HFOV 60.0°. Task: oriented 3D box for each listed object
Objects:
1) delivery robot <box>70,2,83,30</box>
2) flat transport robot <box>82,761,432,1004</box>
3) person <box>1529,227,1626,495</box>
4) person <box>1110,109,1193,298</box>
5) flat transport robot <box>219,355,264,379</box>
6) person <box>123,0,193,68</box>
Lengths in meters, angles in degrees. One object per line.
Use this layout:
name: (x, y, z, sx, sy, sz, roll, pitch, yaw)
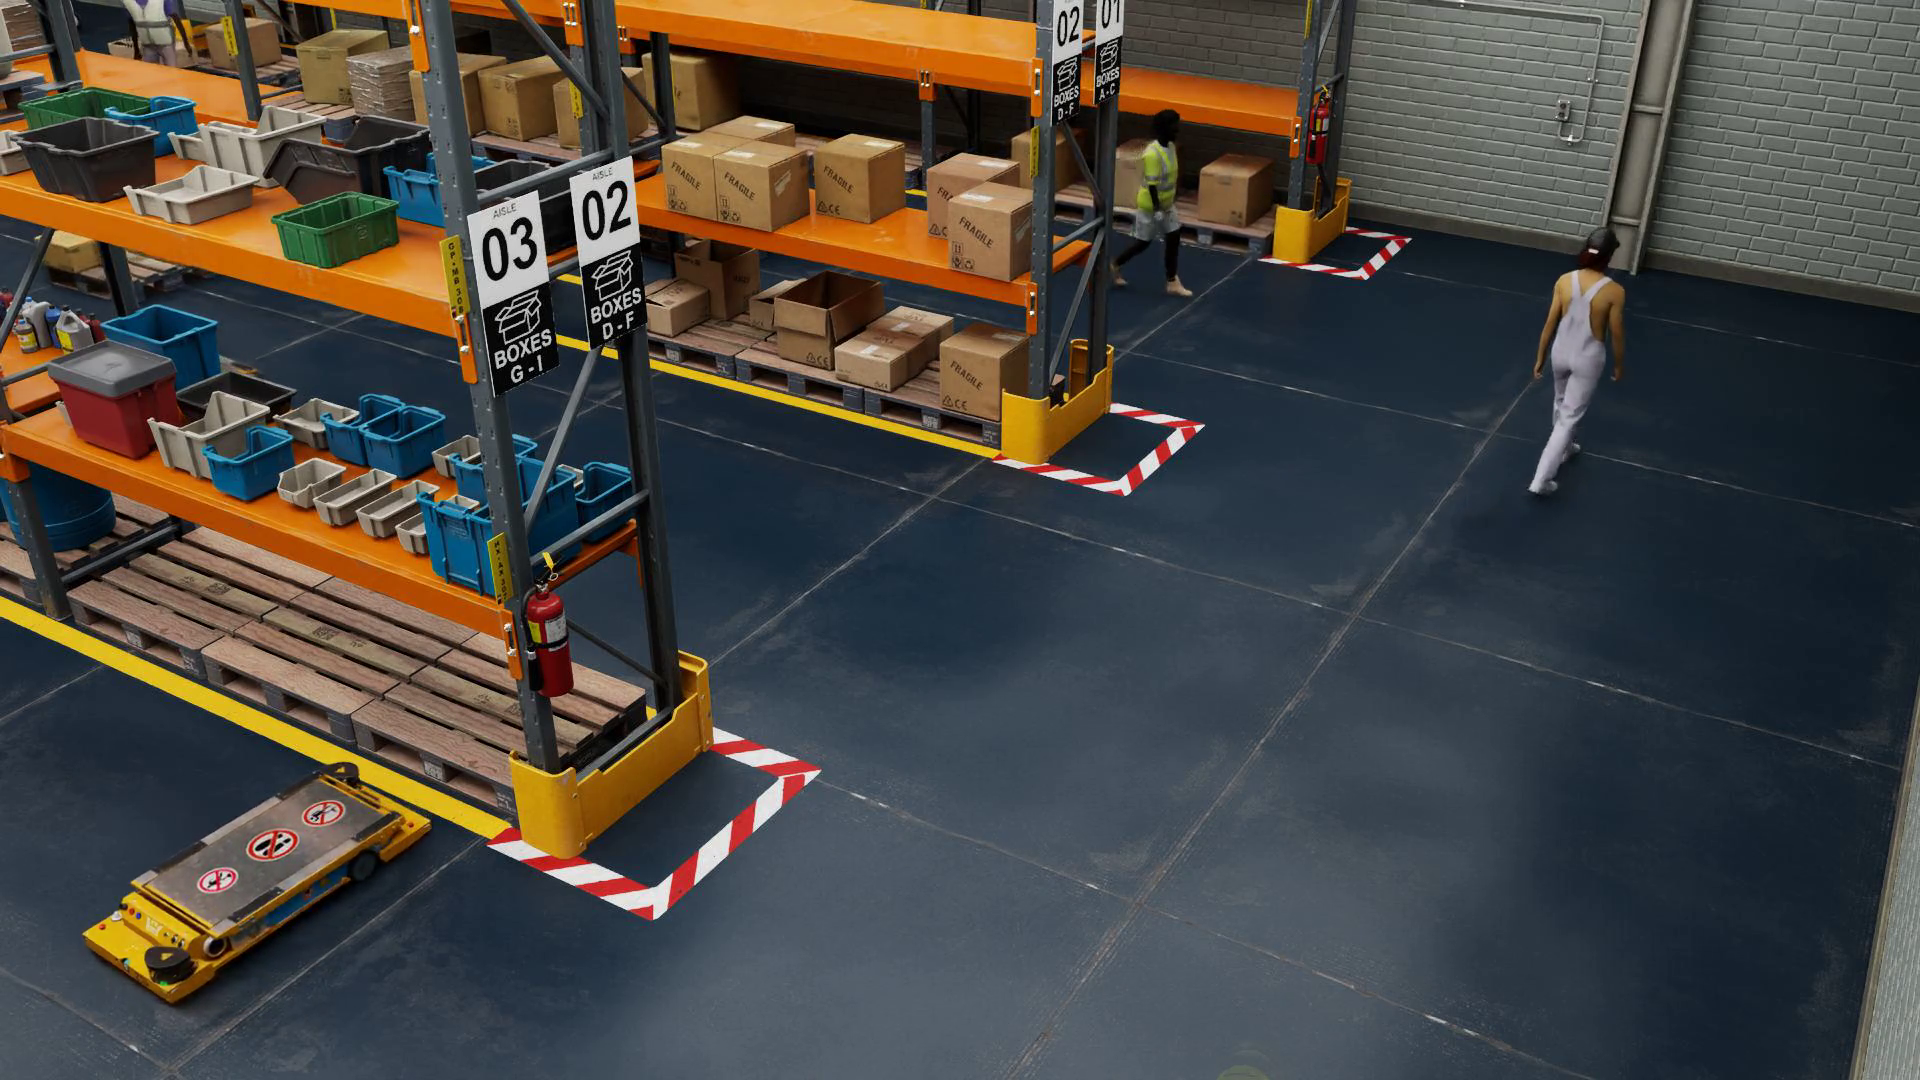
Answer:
delivery robot: (-13.103, -7.592, 23.980, 0.784, 0.613, 0.501, 14, 32, 23)
flat transport robot: (-3.276, 1.565, 7.825, 0.659, 0.231, 1.431, 18, 34, 29)
person: (4.177, -1.221, 11.234, 0.511, 1.818, 0.951, 26, 38, 38)
person: (1.667, -2.936, 14.461, 0.760, 1.661, 0.517, 18, 34, 29)
flat transport robot: (-6.052, -1.247, 12.871, 1.431, 0.231, 0.659, 18, 34, 30)
person: (-9.268, -5.773, 19.409, 0.750, 1.818, 0.506, -2, 29, -4)
